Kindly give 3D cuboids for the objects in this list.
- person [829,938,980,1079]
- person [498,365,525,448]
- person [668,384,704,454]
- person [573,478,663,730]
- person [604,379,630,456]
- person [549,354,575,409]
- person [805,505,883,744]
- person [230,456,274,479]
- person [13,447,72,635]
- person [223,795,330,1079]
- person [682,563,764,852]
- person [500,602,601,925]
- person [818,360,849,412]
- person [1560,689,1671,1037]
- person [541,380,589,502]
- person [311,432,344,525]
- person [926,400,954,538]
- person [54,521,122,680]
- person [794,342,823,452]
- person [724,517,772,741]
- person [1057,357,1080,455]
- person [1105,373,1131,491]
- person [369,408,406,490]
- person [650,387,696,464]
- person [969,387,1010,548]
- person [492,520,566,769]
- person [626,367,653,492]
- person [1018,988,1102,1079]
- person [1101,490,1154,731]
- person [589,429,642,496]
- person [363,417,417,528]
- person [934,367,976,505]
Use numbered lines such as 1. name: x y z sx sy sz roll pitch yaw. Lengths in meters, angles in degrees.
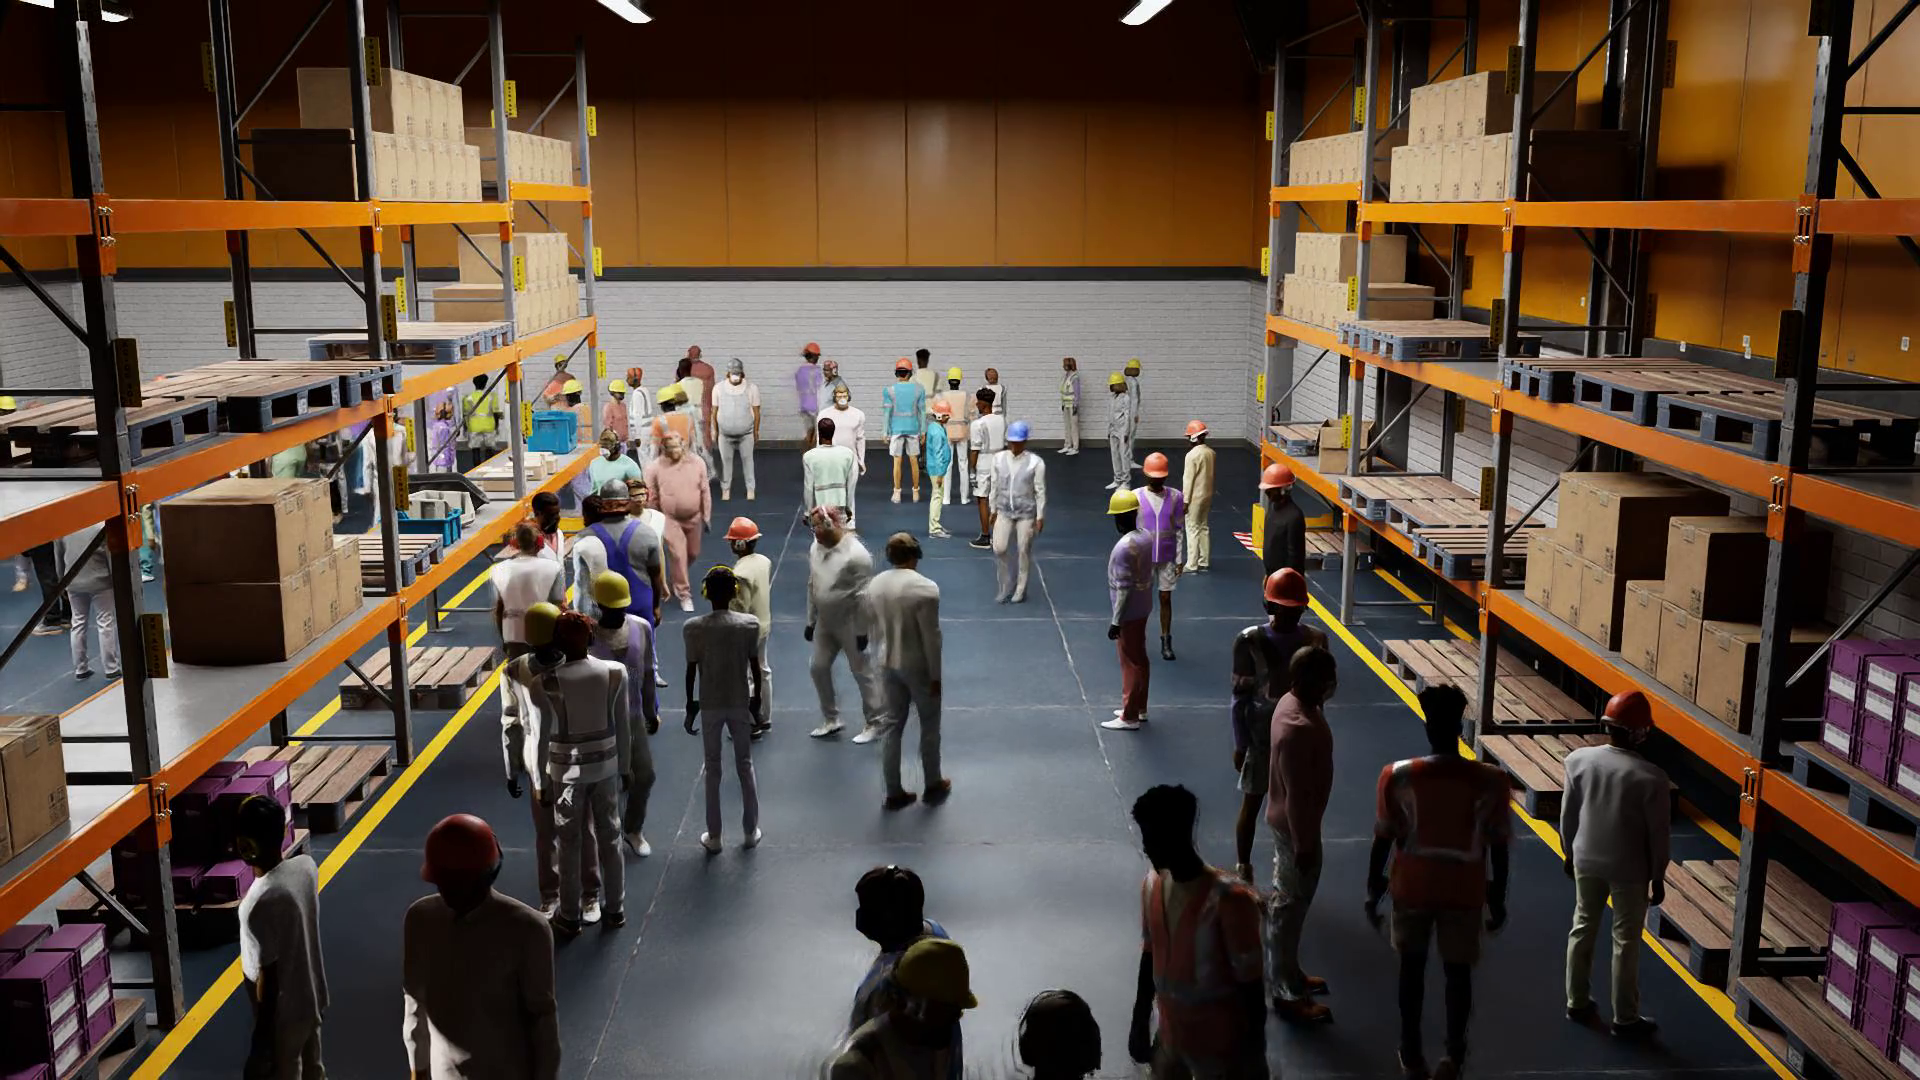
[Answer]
1. person: -0.260 2.156 5.502 0.640 1.772 0.616 5 13 25
2. person: -7.189 -2.126 26.720 0.350 1.878 0.568 5 12 25
3. person: -3.876 -1.301 23.020 0.524 1.692 0.819 5 12 23
4. person: -2.686 0.503 13.112 0.675 2.000 0.536 -2 12 -12
5. person: -4.756 -1.359 23.165 0.335 1.759 0.515 4 12 20
6. person: -6.484 -2.149 27.141 0.346 1.758 0.540 8 14 35
7. person: -0.944 0.649 12.836 0.649 1.868 0.561 10 15 40
8. person: -8.041 -0.462 18.967 0.274 1.634 0.507 10 15 40
9. person: -8.884 -0.072 16.107 0.391 1.995 0.613 1 11 5
10. person: -2.679 1.896 6.574 0.335 1.864 0.517 1 11 4
11. person: -1.520 1.075 10.671 0.513 1.872 0.331 -3 12 -14
12. person: -2.322 1.277 9.557 0.594 1.912 0.399 -1 11 -6
13. person: -1.891 -1.709 24.570 0.400 1.900 0.642 -7 13 -30
14. person: 3.284 1.600 8.329 0.333 1.753 0.562 -9 14 -38
15. person: -5.070 -1.080 21.283 0.969 1.957 0.632 3 12 13
16. person: -8.277 -1.034 21.717 0.322 1.689 0.536 -2 11 -11
17. person: -0.249 -0.892 20.863 0.348 1.740 0.575 -1 11 -3
18. person: -7.597 0.365 14.550 0.566 1.744 0.350 0 11 -1
19. person: -2.311 -2.094 26.222 0.657 2.011 0.486 10 15 41
20. person: -1.655 0.687 12.906 0.330 1.753 0.561 3 12 15
21. person: 1.854 -2.244 27.905 0.314 1.636 0.515 -4 12 -20
22. person: 2.307 -1.582 24.351 0.324 1.730 0.489 -6 13 -29
23. person: -6.850 -0.772 20.027 0.518 1.833 0.364 3 12 14
24. person: -3.553 -0.968 20.898 0.630 1.884 0.642 11 16 43
25. person: 0.343 -0.879 20.268 0.611 1.958 0.368 -10 15 -42
26. person: -3.187 0.745 12.485 0.577 1.798 0.912 1 11 4
27. person: -4.563 -1.534 23.772 0.369 1.872 0.591 0 11 -1
28. person: 0.283 2.218 4.815 0.645 1.918 0.432 7 13 33
29. person: 1.324 0.554 13.161 0.381 1.919 0.584 5 12 25
30. person: -3.467 -0.171 16.786 0.627 1.929 0.382 7 13 31
31. person: -6.566 -0.645 19.323 0.694 1.871 0.537 -3 12 -16
32. person: -0.079 -1.440 23.136 0.594 1.925 0.370 -1 11 -6
